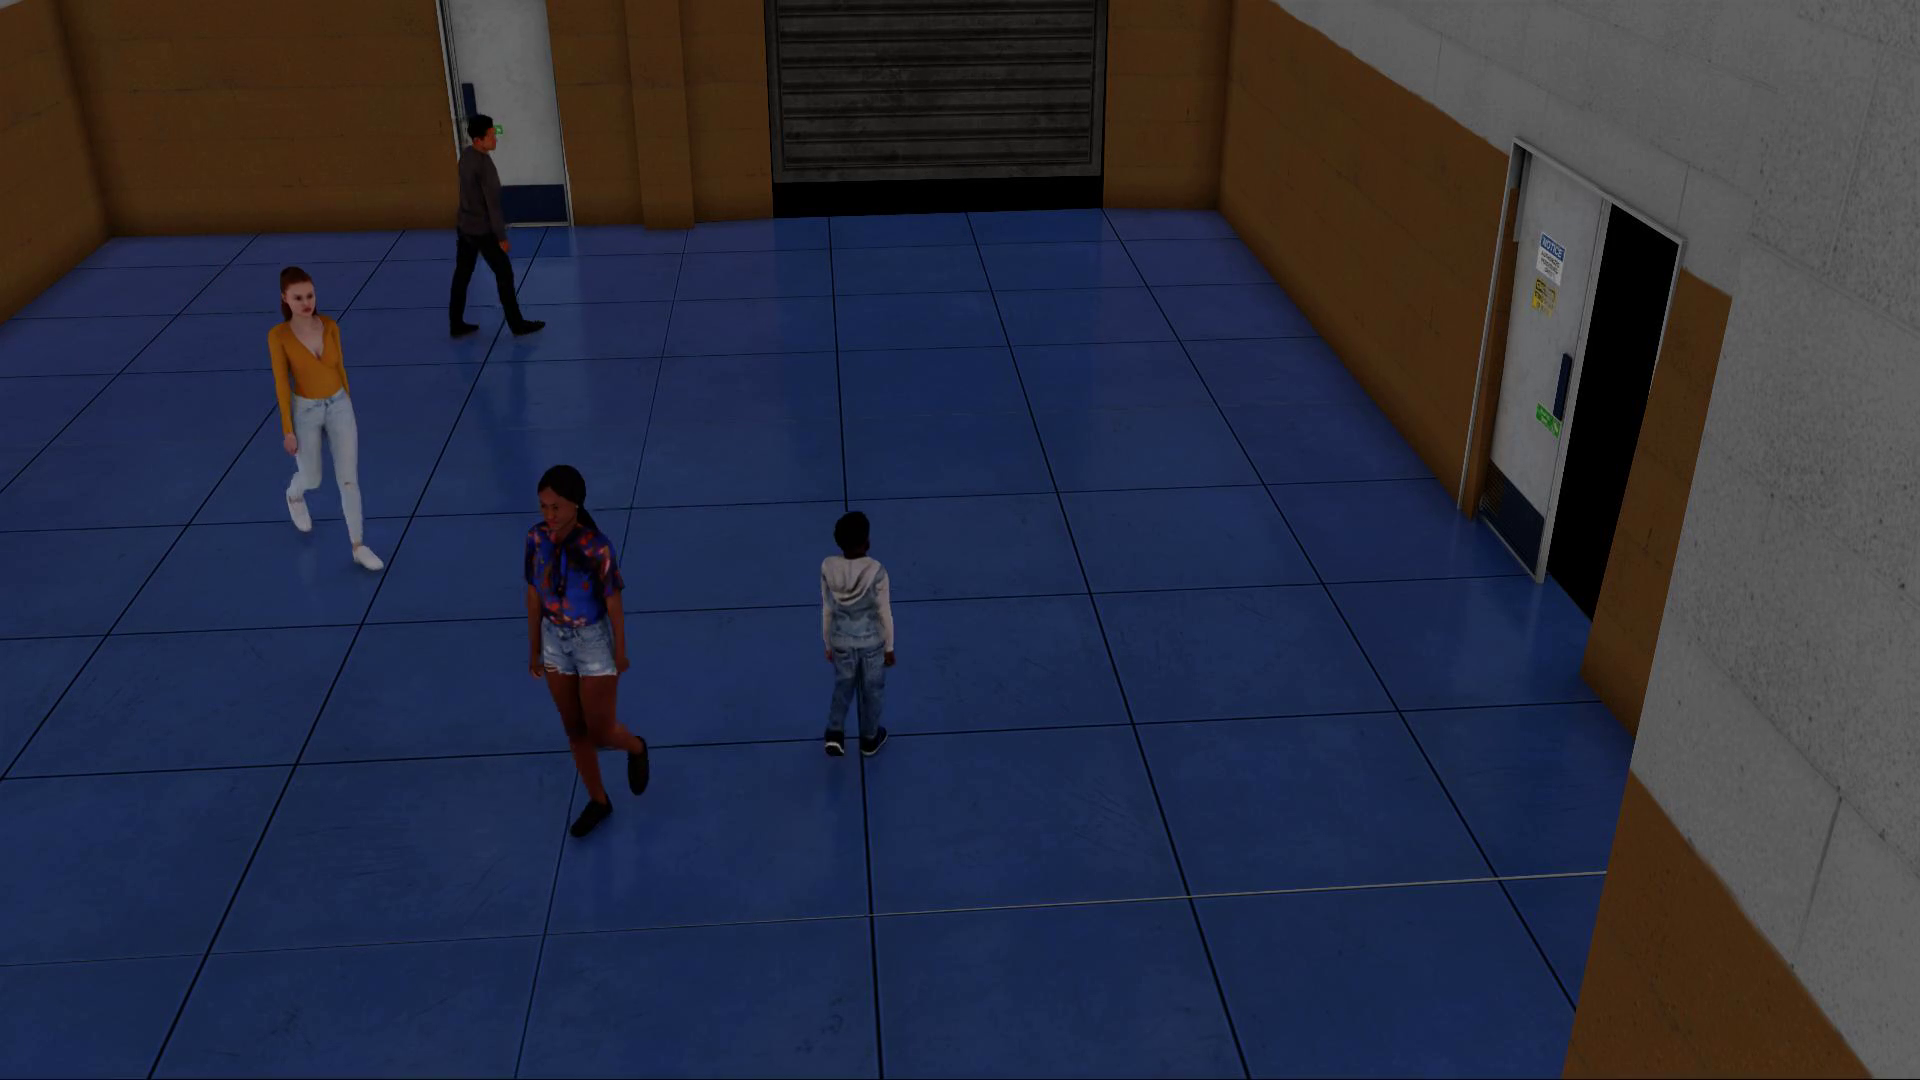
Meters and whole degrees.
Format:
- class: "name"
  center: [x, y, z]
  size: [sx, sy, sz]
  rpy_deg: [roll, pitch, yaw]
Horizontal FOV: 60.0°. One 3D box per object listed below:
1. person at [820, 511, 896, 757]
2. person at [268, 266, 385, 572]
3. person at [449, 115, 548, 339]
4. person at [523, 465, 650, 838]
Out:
- class: "person"
  center: [-0.489, 0.475, 7.607]
  size: [0.665, 1.248, 0.666]
  rpy_deg: [8, 28, 16]
- class: "person"
  center: [-3.652, -0.688, 9.372]
  size: [1.110, 1.727, 1.086]
  rpy_deg: [23, 35, 37]
- class: "person"
  center: [-3.717, -2.347, 12.648]
  size: [1.043, 1.723, 0.939]
  rpy_deg: [-16, 31, -28]
- class: "person"
  center: [-1.575, 0.444, 7.133]
  size: [0.780, 1.732, 0.811]
  rpy_deg: [10, 29, 19]
